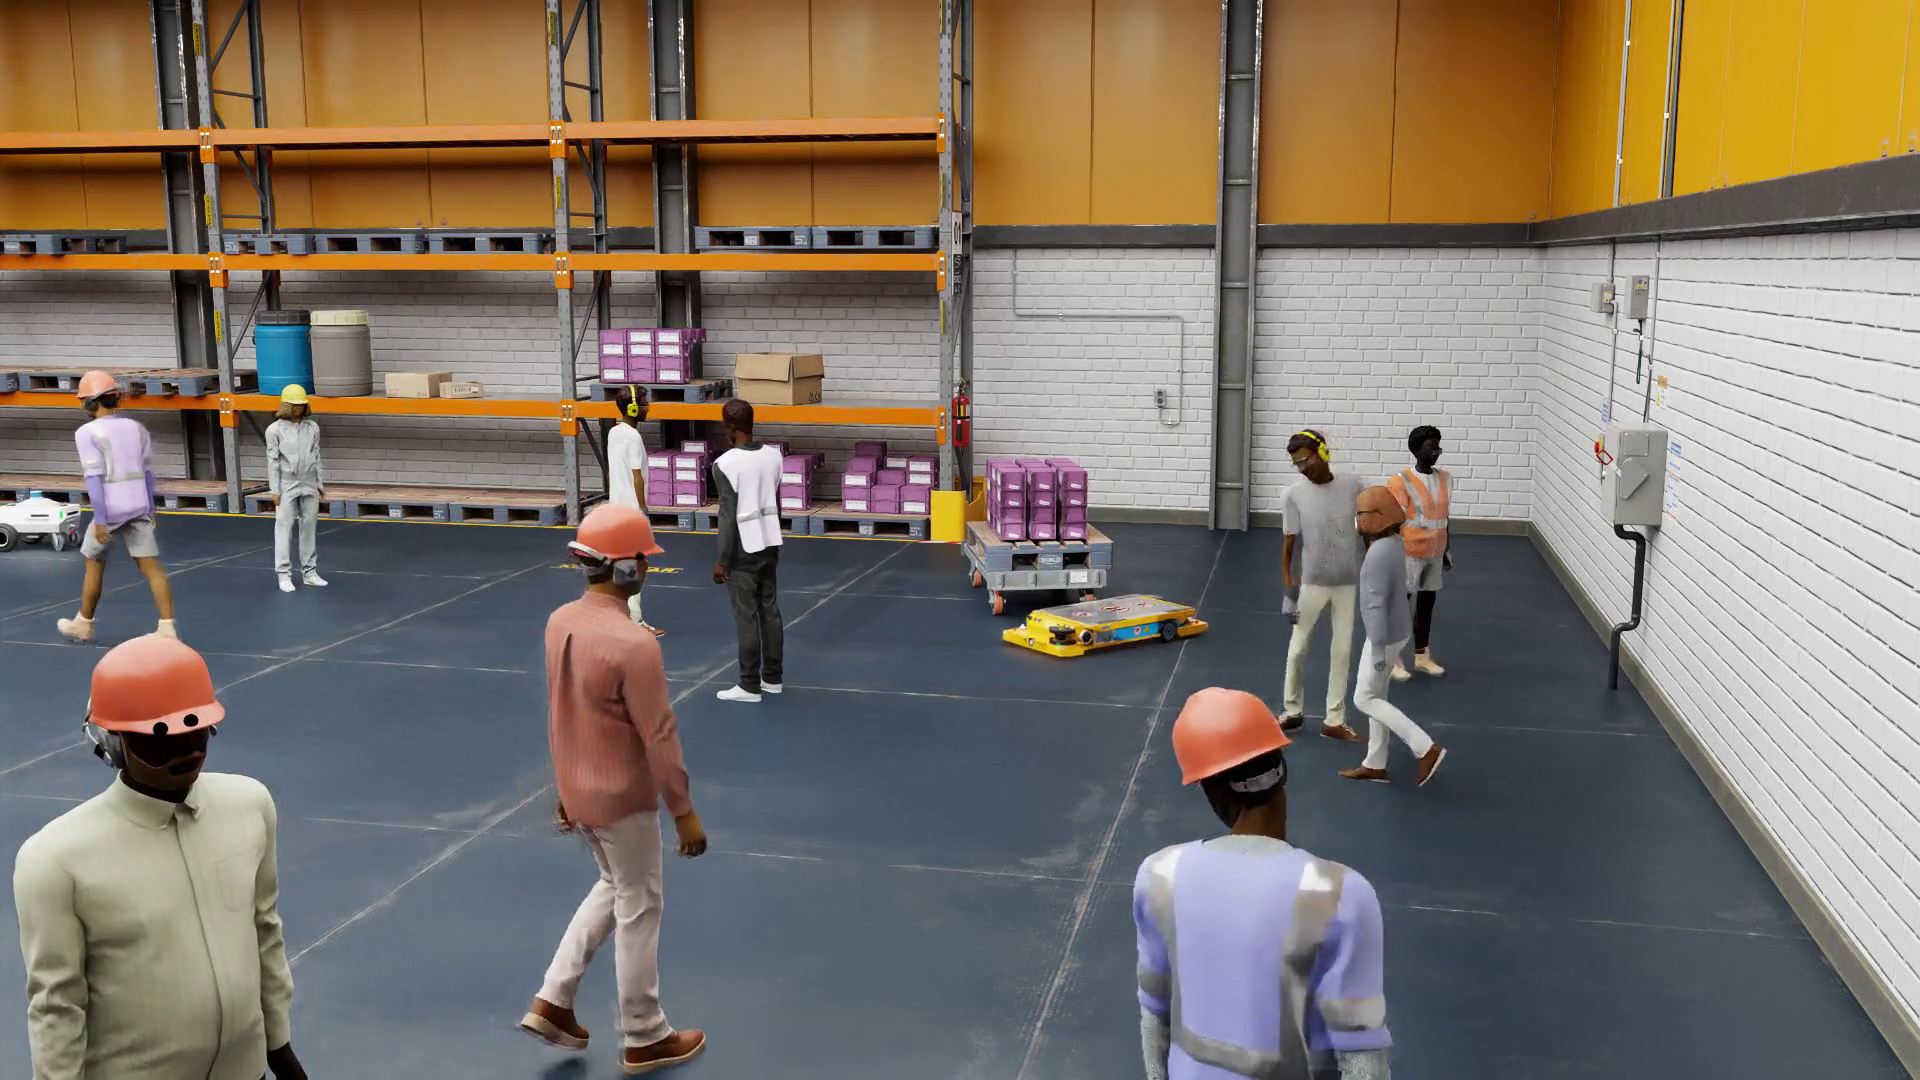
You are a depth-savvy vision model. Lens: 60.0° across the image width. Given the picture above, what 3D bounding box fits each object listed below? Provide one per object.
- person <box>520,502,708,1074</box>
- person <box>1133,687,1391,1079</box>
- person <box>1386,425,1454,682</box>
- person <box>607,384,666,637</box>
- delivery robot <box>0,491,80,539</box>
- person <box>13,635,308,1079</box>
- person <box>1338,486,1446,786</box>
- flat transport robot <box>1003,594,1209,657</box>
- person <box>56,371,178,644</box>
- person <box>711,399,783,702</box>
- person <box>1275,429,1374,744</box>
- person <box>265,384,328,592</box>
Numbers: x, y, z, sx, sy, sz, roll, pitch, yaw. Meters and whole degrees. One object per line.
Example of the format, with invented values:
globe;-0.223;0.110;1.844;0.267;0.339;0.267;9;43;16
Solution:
person;-1.156;0.855;5.606;0.526;1.981;0.643;-8;12;-38
person;0.677;1.272;3.444;0.734;1.884;0.454;8;12;38
person;3.049;0.083;11.031;0.535;1.697;0.318;-5;11;-27
person;-2.420;-0.213;12.276;0.310;1.868;0.534;-6;11;-33
delivery robot;-8.849;-0.229;15.964;0.707;0.478;0.477;0;9;3
person;-1.707;1.181;3.646;0.381;1.994;0.614;5;11;27
person;2.271;0.522;8.677;0.504;1.615;0.528;5;11;28
flat transport robot;1.075;0.608;12.138;1.431;0.197;0.652;-7;12;-36
person;-6.105;-0.215;11.968;1.022;1.978;0.620;4;10;21
person;-1.324;0.070;10.479;0.395;1.911;0.590;6;11;31
person;2.091;0.273;9.550;0.650;1.832;0.349;0;10;-2
person;-5.572;-0.443;14.012;0.325;1.740;0.492;7;12;36
